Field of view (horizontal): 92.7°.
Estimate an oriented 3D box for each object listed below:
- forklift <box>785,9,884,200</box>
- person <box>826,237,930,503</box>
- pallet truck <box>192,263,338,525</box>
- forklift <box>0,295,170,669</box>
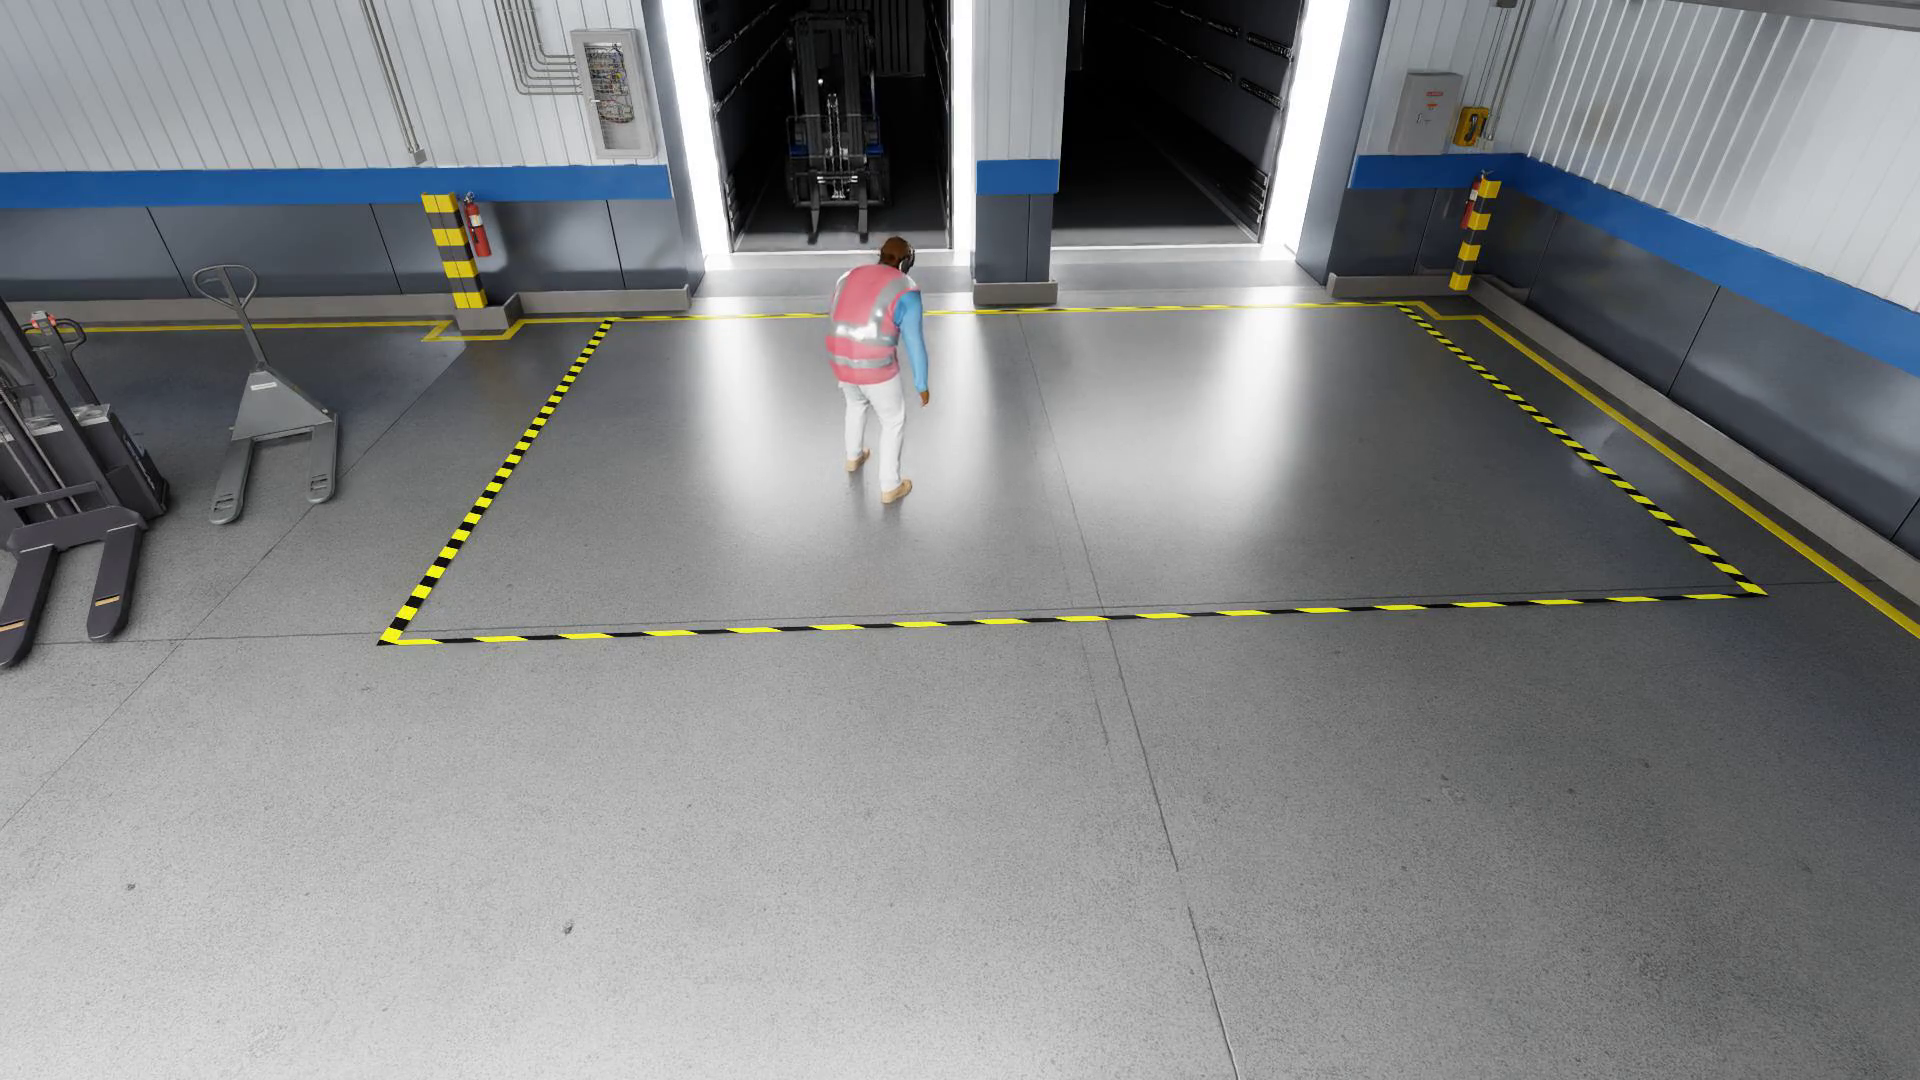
[{"bbox_3d":[-1.600,-5.702,11.870,1.157,2.036,2.680,-3,35,-4],"label":"forklift"},{"bbox_3d":[-0.500,-1.103,5.955,0.780,1.575,0.777,18,39,24],"label":"person"},{"bbox_3d":[-4.778,-1.027,6.128,0.680,1.201,1.601,-17,38,-23],"label":"pallet truck"},{"bbox_3d":[-5.212,-0.618,4.878,0.823,1.965,1.885,-20,39,-26],"label":"forklift"}]
